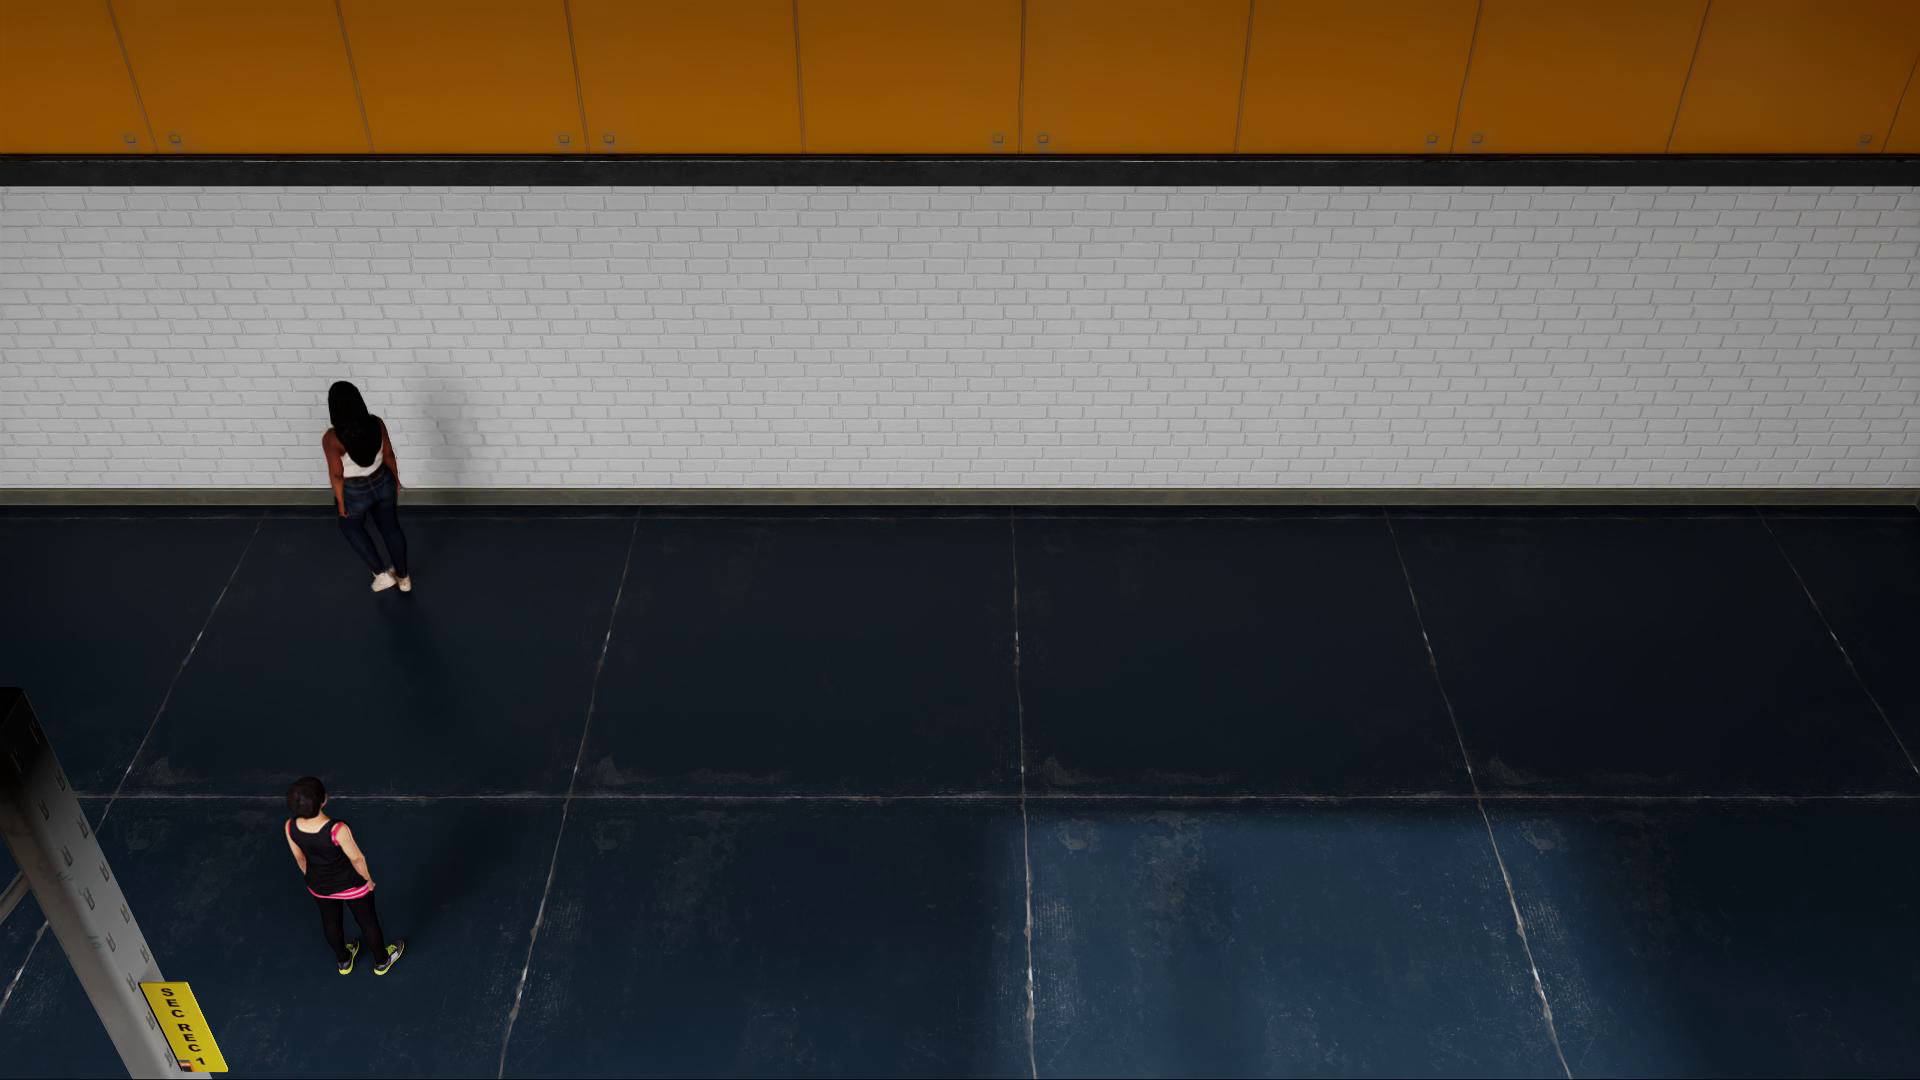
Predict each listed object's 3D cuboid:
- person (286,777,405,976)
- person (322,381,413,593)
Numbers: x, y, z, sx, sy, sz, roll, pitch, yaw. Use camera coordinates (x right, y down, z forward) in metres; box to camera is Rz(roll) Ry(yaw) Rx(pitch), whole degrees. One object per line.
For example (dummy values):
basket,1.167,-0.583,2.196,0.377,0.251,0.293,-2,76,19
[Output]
person,-3.543,1.913,9.444,0.549,1.553,0.522,3,39,4
person,-4.248,-0.311,12.033,0.809,1.798,0.862,-27,46,-30
